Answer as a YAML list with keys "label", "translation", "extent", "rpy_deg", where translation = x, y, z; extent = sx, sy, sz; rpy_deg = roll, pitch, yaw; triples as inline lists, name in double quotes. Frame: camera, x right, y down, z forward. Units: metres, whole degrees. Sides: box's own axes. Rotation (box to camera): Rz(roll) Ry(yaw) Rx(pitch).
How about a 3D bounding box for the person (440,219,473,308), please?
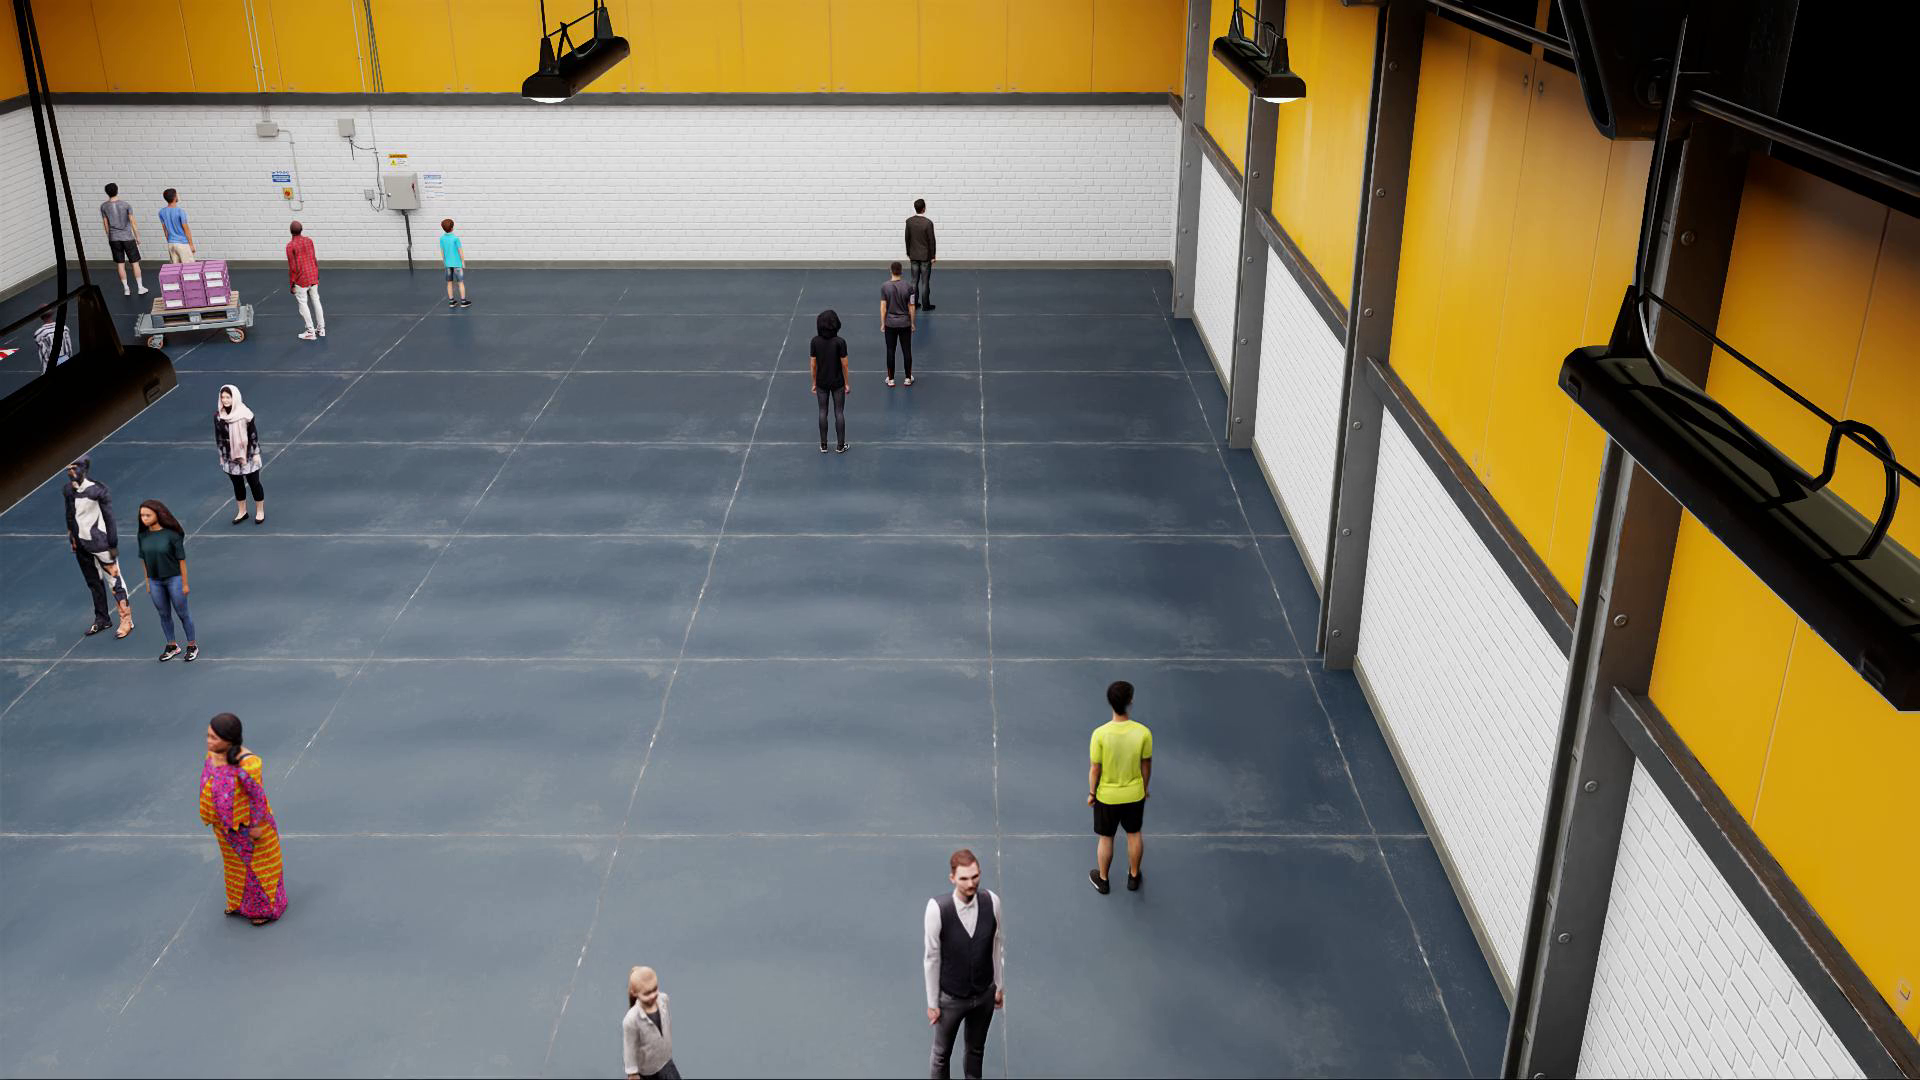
- label: "person"
  translation: [-8.284, -4.536, 27.173]
  extent: [0.552, 1.449, 0.533]
  rpy_deg: [4, 24, 10]

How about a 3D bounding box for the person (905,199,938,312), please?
- label: "person"
  translation: [-0.639, -4.629, 26.943]
  extent: [0.760, 1.804, 0.711]
  rpy_deg: [11, 26, 24]

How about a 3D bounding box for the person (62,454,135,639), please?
- label: "person"
  translation: [-8.412, 0.029, 16.177]
  extent: [0.731, 1.893, 0.669]
  rpy_deg: [5, 24, 12]

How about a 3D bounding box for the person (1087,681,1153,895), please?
- label: "person"
  translation: [1.185, 1.836, 12.276]
  extent: [0.633, 1.706, 0.550]
  rpy_deg: [-2, 24, -4]

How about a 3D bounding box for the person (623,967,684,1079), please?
- label: "person"
  translation: [-1.897, 3.084, 9.981]
  extent: [0.919, 1.258, 0.875]
  rpy_deg: [21, 31, 39]

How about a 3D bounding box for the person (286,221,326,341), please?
- label: "person"
  translation: [-10.038, -3.999, 25.484]
  extent: [0.813, 1.820, 0.711]
  rpy_deg: [15, 28, 30]

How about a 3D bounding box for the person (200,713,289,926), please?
- label: "person"
  translation: [-5.196, 1.976, 11.980]
  extent: [0.765, 1.686, 0.803]
  rpy_deg: [13, 27, 26]

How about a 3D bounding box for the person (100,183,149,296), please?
- label: "person"
  translation: [-14.000, -5.027, 27.769]
  extent: [0.700, 1.871, 0.637]
  rpy_deg: [-5, 24, -12]

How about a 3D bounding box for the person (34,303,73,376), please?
- label: "person"
  translation: [-11.527, -2.154, 21.292]
  extent: [0.770, 1.795, 0.627]
  rpy_deg: [10, 26, 22]

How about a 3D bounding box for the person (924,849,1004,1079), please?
- label: "person"
  translation: [0.016, 2.696, 10.020]
  extent: [0.735, 1.937, 0.705]
  rpy_deg: [-9, 25, -20]

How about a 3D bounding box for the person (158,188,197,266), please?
- label: "person"
  translation: [-12.851, -4.852, 27.379]
  extent: [0.694, 1.863, 0.632]
  rpy_deg: [5, 24, 10]

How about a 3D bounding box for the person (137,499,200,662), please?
- label: "person"
  translation: [-7.505, 0.372, 15.737]
  extent: [0.597, 1.616, 0.590]
  rpy_deg: [1, 24, 2]

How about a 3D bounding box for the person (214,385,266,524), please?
- label: "person"
  translation: [-8.134, -0.980, 18.804]
  extent: [0.610, 1.636, 0.590]
  rpy_deg: [0, 24, -1]

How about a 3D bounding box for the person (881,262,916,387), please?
- label: "person"
  translation: [-0.879, -3.036, 23.350]
  extent: [0.635, 1.764, 0.537]
  rpy_deg: [-1, 24, -3]

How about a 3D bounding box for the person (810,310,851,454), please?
- label: "person"
  translation: [-1.637, -1.997, 20.884]
  extent: [0.665, 1.835, 0.563]
  rpy_deg: [3, 24, 7]
